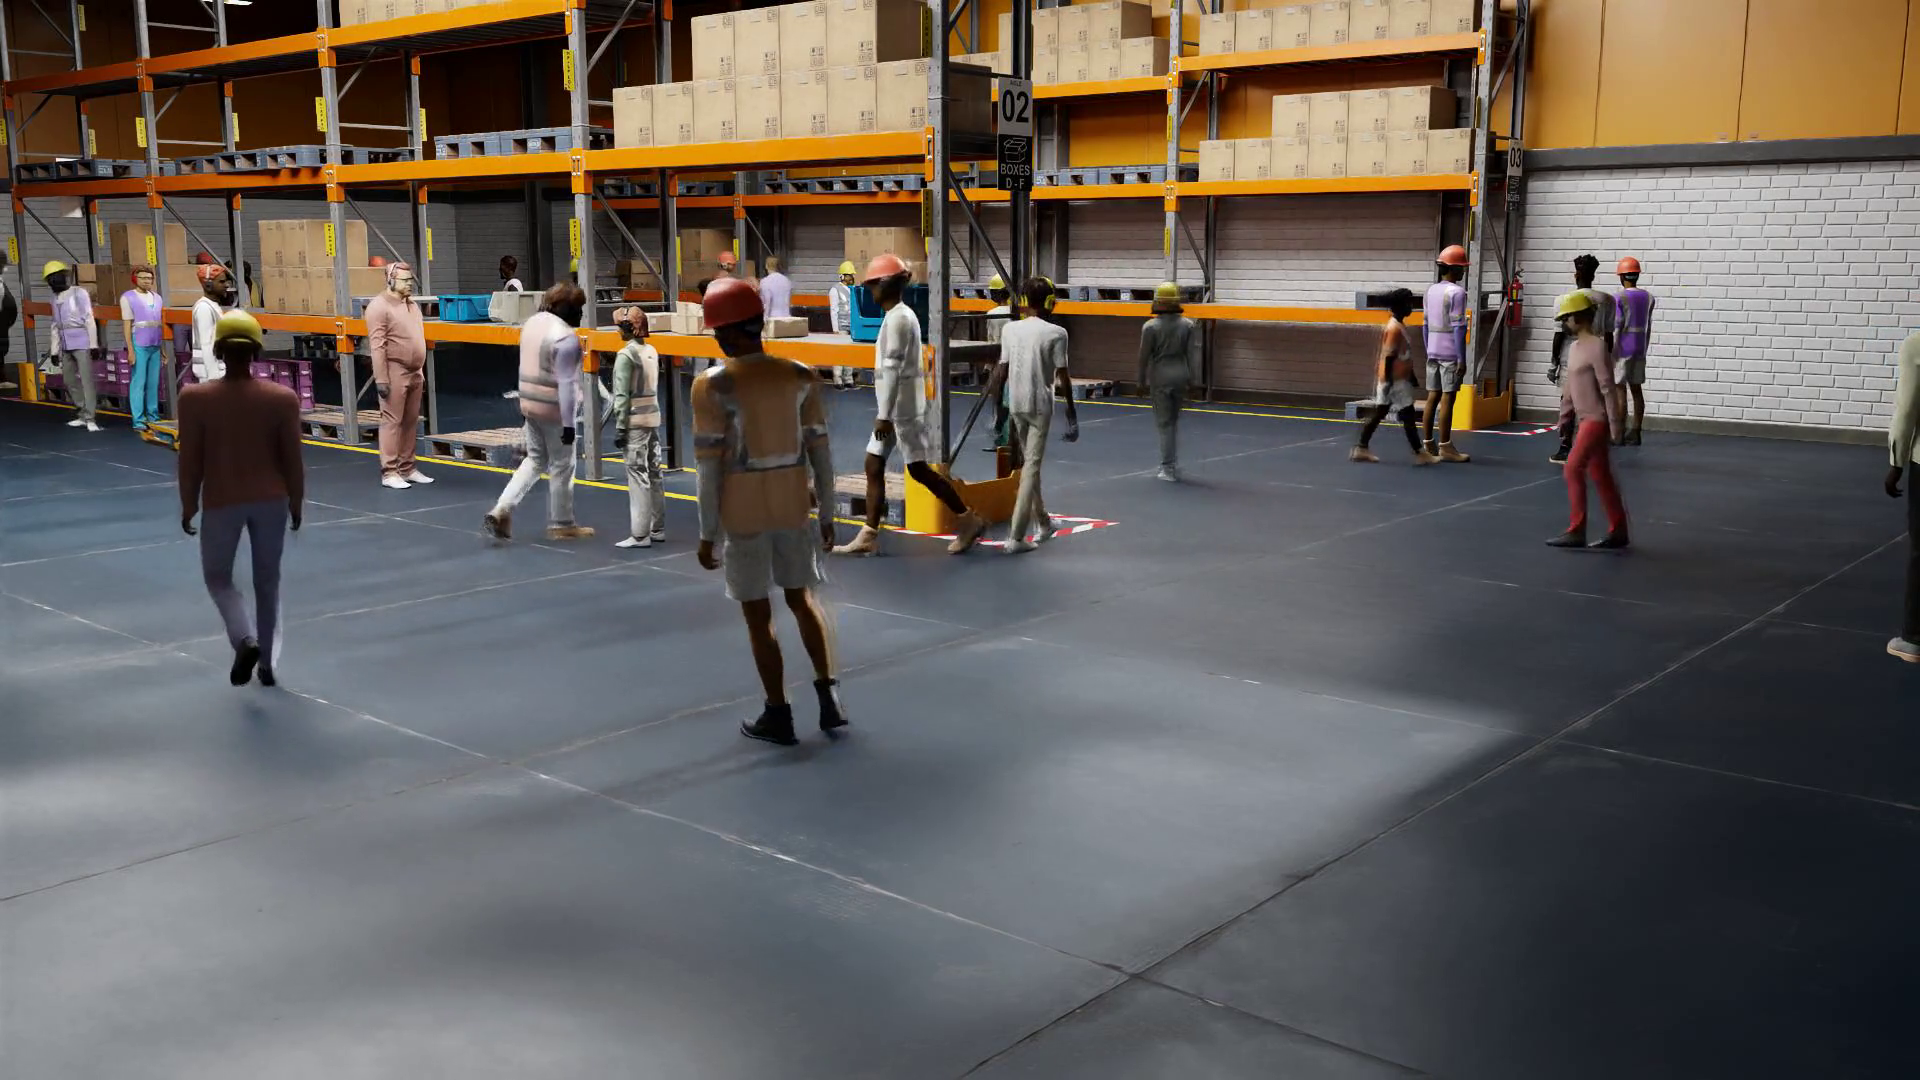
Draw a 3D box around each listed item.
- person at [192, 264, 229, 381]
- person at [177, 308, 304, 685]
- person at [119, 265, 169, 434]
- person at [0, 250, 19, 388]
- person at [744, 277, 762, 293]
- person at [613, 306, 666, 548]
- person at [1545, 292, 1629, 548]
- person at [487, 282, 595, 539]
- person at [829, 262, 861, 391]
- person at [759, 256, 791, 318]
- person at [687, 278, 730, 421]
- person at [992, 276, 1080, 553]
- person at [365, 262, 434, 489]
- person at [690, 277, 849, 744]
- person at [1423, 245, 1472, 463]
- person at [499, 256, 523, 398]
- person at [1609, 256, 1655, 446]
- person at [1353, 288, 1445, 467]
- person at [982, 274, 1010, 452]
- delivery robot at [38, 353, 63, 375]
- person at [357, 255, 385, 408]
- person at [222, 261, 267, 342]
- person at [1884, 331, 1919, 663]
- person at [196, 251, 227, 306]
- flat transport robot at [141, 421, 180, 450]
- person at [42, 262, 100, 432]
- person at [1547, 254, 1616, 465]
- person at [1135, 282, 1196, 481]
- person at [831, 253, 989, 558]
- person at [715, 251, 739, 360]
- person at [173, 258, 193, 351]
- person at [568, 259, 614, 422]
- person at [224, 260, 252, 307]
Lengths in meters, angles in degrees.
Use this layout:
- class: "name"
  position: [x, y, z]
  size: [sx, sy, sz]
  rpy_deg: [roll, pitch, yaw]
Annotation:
- class: "person"
  position: [-6.419, -1.424, 14.343]
  size: [0.354, 1.881, 0.576]
  rpy_deg: [-3, 10, -18]
- class: "person"
  position: [-3.251, -0.171, 7.579]
  size: [0.538, 1.750, 0.442]
  rpy_deg: [-6, 12, -32]
- class: "person"
  position: [-8.920, -2.078, 18.191]
  size: [0.390, 1.838, 0.564]
  rpy_deg: [2, 10, 13]
- class: "person"
  position: [-13.880, -3.166, 23.807]
  size: [0.690, 2.000, 0.692]
  rpy_deg: [-6, 12, -32]
- class: "person"
  position: [-2.805, -2.730, 22.488]
  size: [0.289, 1.633, 0.498]
  rpy_deg: [-2, 10, -10]
- class: "person"
  position: [-2.182, -0.763, 11.286]
  size: [0.311, 1.634, 0.511]
  rpy_deg: [2, 10, 13]
- class: "person"
  position: [4.219, -0.787, 11.154]
  size: [0.703, 1.723, 0.540]
  rpy_deg: [1, 10, 6]
- class: "person"
  position: [-2.864, -0.853, 11.345]
  size: [0.690, 1.798, 0.700]
  rpy_deg: [-9, 13, -42]
- class: "person"
  position: [-1.606, -3.029, 23.619]
  size: [0.403, 1.830, 0.599]
  rpy_deg: [6, 12, 32]
- class: "person"
  position: [-2.593, -3.016, 23.312]
  size: [0.418, 1.908, 0.675]
  rpy_deg: [7, 12, 34]
- class: "person"
  position: [-2.821, -2.083, 18.623]
  size: [0.548, 1.686, 0.449]
  rpy_deg: [-5, 11, -26]
- class: "person"
  position: [0.556, -0.856, 11.246]
  size: [0.557, 1.826, 0.914]
  rpy_deg: [7, 12, 35]
- class: "person"
  position: [-4.724, -1.394, 14.106]
  size: [0.402, 1.904, 0.652]
  rpy_deg: [3, 10, 14]
- class: "person"
  position: [-0.787, -0.095, 6.728]
  size: [0.601, 1.909, 0.509]
  rpy_deg: [-7, 12, -33]
- class: "person"
  position: [4.623, -1.756, 15.774]
  size: [0.376, 2.045, 0.605]
  rpy_deg: [-3, 10, -17]
- class: "person"
  position: [-6.052, -2.887, 22.567]
  size: [0.392, 1.920, 0.588]
  rpy_deg: [-3, 10, -16]
- class: "person"
  position: [6.821, -1.925, 17.046]
  size: [0.547, 1.934, 0.375]
  rpy_deg: [-4, 11, -23]
- class: "person"
  position: [4.089, -1.511, 15.496]
  size: [0.842, 1.653, 0.538]
  rpy_deg: [2, 10, 14]
- class: "person"
  position: [0.413, -1.756, 16.561]
  size: [0.316, 1.769, 0.524]
  rpy_deg: [7, 12, 36]
- class: "delivery robot"
  position: [-12.714, -2.360, 23.177]
  size: [0.477, 0.478, 0.707]
  rpy_deg: [-2, 10, -9]
- class: "person"
  position: [-7.413, -2.646, 21.165]
  size: [0.603, 1.925, 0.401]
  rpy_deg: [2, 10, 9]
- class: "person"
  position: [-10.384, -3.135, 24.201]
  size: [0.429, 1.839, 0.634]
  rpy_deg: [8, 13, 39]
- class: "person"
  position: [4.837, -0.383, 8.092]
  size: [0.612, 1.995, 0.393]
  rpy_deg: [3, 10, 15]
- class: "person"
  position: [-10.871, -3.185, 24.116]
  size: [0.636, 1.972, 0.471]
  rpy_deg: [-2, 10, -13]
- class: "flat transport robot"
  position: [-7.832, -1.092, 17.032]
  size: [0.652, 0.197, 1.431]
  rpy_deg: [-9, 13, -41]
- class: "person"
  position: [-9.789, -2.132, 18.416]
  size: [0.711, 1.875, 0.375]
  rpy_deg: [5, 11, 26]
- class: "person"
  position: [5.808, -1.682, 15.566]
  size: [0.613, 1.963, 0.361]
  rpy_deg: [-1, 10, -6]
- class: "person"
  position: [1.773, -1.402, 14.641]
  size: [0.512, 1.716, 0.684]
  rpy_deg: [-4, 11, -20]
- class: "person"
  position: [-0.314, -0.867, 10.858]
  size: [0.996, 1.999, 0.613]
  rpy_deg: [-1, 10, -7]
- class: "person"
  position: [-3.412, -3.349, 25.037]
  size: [0.621, 1.976, 0.629]
  rpy_deg: [1, 10, 8]
- class: "person"
  position: [-10.992, -3.074, 23.667]
  size: [0.643, 1.908, 0.399]
  rpy_deg: [-9, 13, -40]
- class: "person"
  position: [-4.341, -2.311, 19.322]
  size: [0.492, 1.904, 0.596]
  rpy_deg: [3, 11, 19]
- class: "person"
  position: [-10.076, -2.986, 23.321]
  size: [0.346, 1.858, 0.515]
  rpy_deg: [-2, 10, -12]
